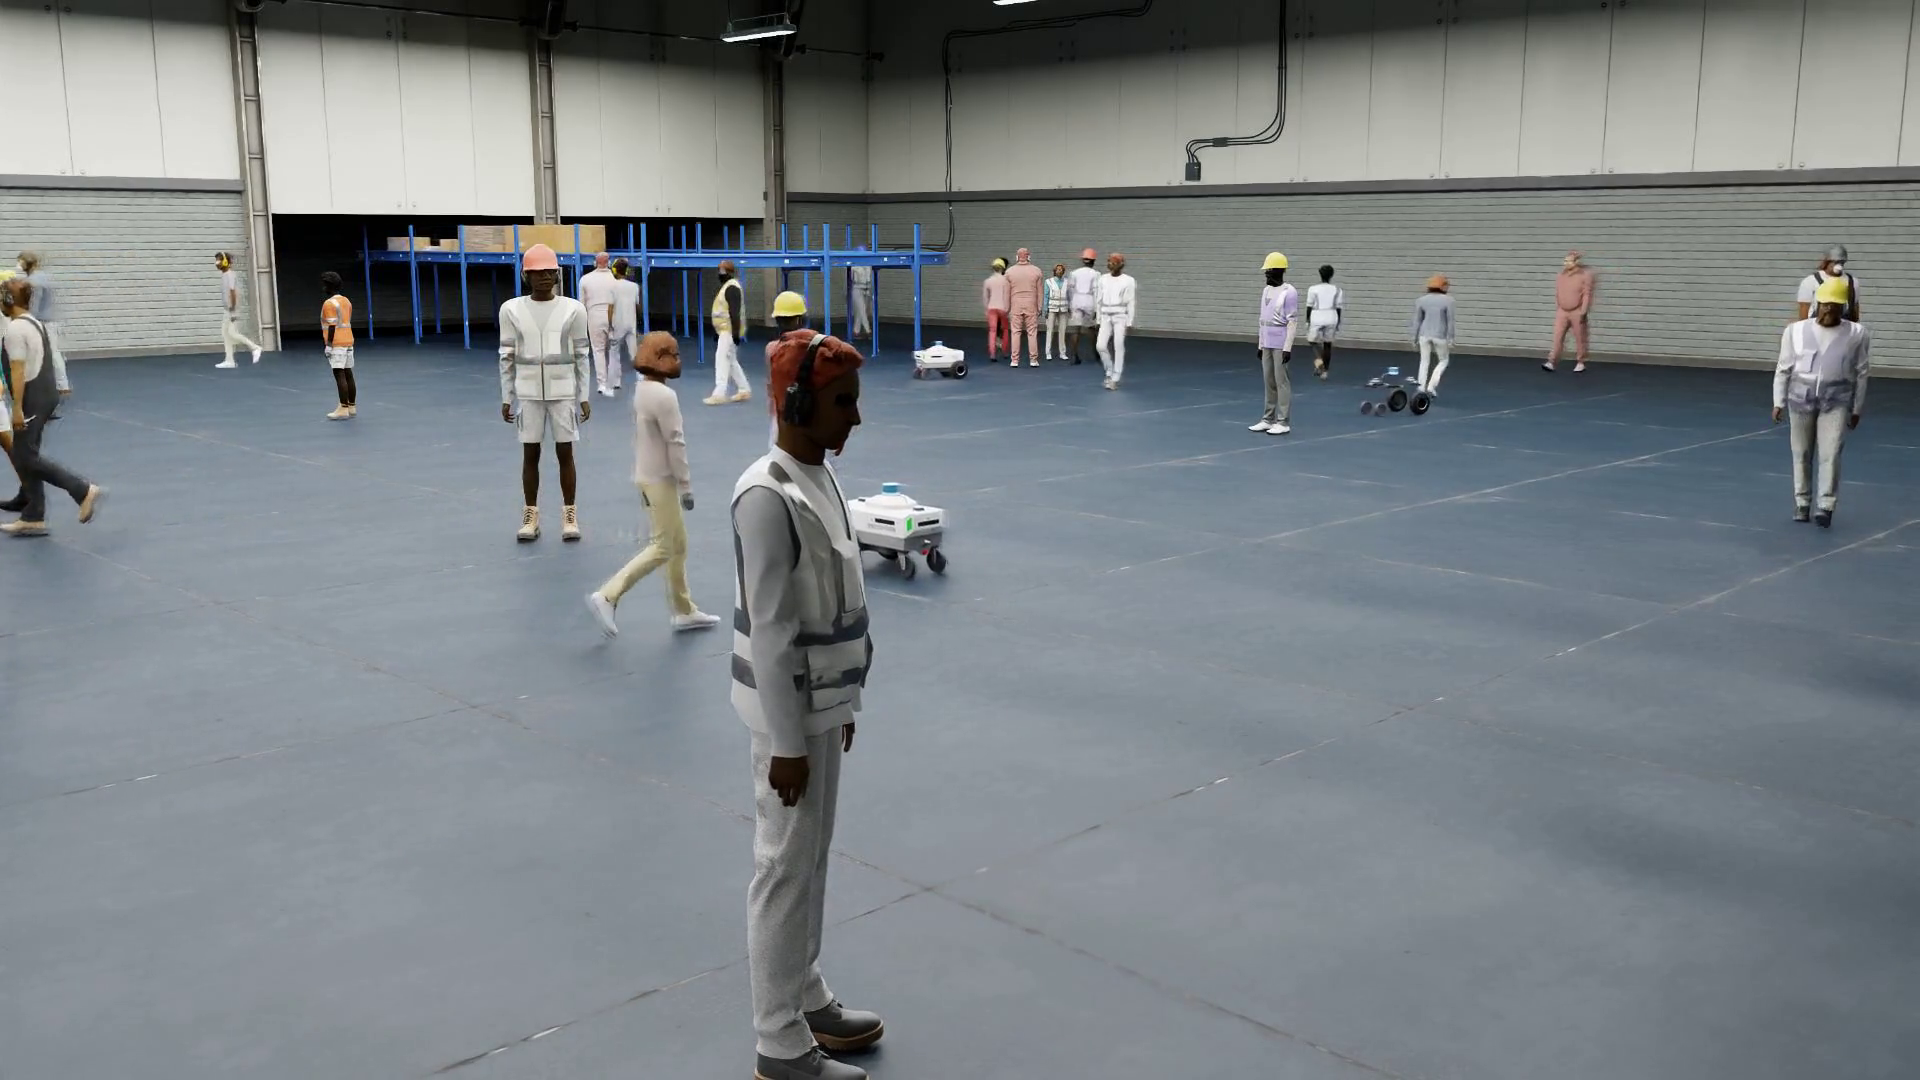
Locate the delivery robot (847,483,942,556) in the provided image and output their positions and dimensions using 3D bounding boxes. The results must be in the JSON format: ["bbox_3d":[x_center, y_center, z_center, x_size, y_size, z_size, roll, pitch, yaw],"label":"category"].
[{"bbox_3d":[-0.440,-0.122,10.608,0.707,0.478,0.477,10,15,44],"label":"delivery robot"}]

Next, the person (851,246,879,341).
[{"bbox_3d":[-1.921,-4.978,33.560,0.634,1.891,0.983,-9,13,-39],"label":"person"}]

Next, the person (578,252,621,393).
[{"bbox_3d":[-4.859,-2.959,22.618,0.662,1.872,0.881,-3,11,-15],"label":"person"}]

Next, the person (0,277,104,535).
[{"bbox_3d":[-6.494,-0.943,11.766,0.614,1.823,0.552,-3,11,-14],"label":"person"}]

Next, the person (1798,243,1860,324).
[{"bbox_3d":[10.378,-2.527,19.922,0.693,2.000,0.730,1,10,3],"label":"person"}]

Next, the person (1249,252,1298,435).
[{"bbox_3d":[3.369,-2.103,17.804,0.367,1.927,0.590,-5,11,-23],"label":"person"}]

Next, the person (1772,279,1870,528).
[{"bbox_3d":[6.233,-0.987,12.096,0.595,1.793,0.889,7,12,32],"label":"person"}]

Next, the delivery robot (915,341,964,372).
[{"bbox_3d":[-0.311,-2.712,24.730,0.707,0.478,0.477,-5,12,-26],"label":"delivery robot"}]

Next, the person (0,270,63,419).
[{"bbox_3d":[-10.857,-2.213,18.956,0.893,1.726,0.538,-5,11,-25],"label":"person"}]

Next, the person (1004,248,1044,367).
[{"bbox_3d":[1.023,-3.733,26.759,0.639,1.905,0.407,0,10,2],"label":"person"}]

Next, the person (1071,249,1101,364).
[{"bbox_3d":[2.101,-3.877,27.598,0.558,1.876,1.012,5,11,24],"label":"person"}]

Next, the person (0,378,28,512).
[{"bbox_3d":[-7.481,-1.099,12.517,0.857,1.866,0.577,-4,11,-19],"label":"person"}]

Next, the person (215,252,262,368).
[{"bbox_3d":[-11.648,-3.693,26.691,0.624,1.848,0.527,-9,14,-40],"label":"person"}]

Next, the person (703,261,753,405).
[{"bbox_3d":[-2.953,-2.646,21.175,0.666,1.795,0.653,-3,11,-14],"label":"person"}]

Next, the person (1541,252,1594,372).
[{"bbox_3d":[9.435,-3.511,25.704,0.979,1.851,0.647,-10,14,-42],"label":"person"}]

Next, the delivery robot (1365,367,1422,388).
[{"bbox_3d":[5.178,-1.945,19.840,0.698,0.223,0.335,-5,11,-24],"label":"delivery robot"}]

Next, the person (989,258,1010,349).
[{"bbox_3d":[0.835,-4.387,30.906,0.552,1.677,0.565,-5,11,-25],"label":"person"}]

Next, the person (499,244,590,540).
[{"bbox_3d":[-2.881,-1.018,11.560,0.614,2.045,0.370,-1,10,-7],"label":"person"}]

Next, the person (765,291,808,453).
[{"bbox_3d":[-1.124,-0.827,11.364,0.528,1.734,0.789,5,12,26],"label":"person"}]

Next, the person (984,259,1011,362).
[{"bbox_3d":[0.652,-3.871,28.050,0.530,1.707,0.948,2,11,13],"label":"person"}]

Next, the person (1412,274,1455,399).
[{"bbox_3d":[6.020,-2.566,21.165,0.606,1.610,0.399,8,13,39],"label":"person"}]

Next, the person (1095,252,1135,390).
[{"bbox_3d":[2.115,-3.008,22.890,0.613,1.871,0.414,7,12,32],"label":"person"}]

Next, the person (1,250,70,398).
[{"bbox_3d":[-12.091,-2.777,21.538,0.928,1.901,0.661,-6,12,-31],"label":"person"}]

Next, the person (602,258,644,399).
[{"bbox_3d":[-4.368,-2.747,21.628,0.545,1.819,0.999,-8,13,-37],"label":"person"}]

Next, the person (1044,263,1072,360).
[{"bbox_3d":[1.667,-3.889,28.322,0.514,1.642,0.310,-3,11,-14],"label":"person"}]

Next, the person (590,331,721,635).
[{"bbox_3d":[-1.624,-0.295,8.779,0.682,1.612,0.503,-5,11,-24],"label":"person"}]

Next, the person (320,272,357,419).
[{"bbox_3d":[-7.207,-2.254,19.269,0.319,1.692,0.533,0,10,2],"label":"person"}]

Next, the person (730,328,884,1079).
[{"bbox_3d":[-0.379,0.425,4.130,0.356,1.887,0.572,1,10,6],"label":"person"}]

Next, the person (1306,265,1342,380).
[{"bbox_3d":[5.337,-3.180,24.346,0.537,1.687,0.499,0,10,-1],"label":"person"}]
